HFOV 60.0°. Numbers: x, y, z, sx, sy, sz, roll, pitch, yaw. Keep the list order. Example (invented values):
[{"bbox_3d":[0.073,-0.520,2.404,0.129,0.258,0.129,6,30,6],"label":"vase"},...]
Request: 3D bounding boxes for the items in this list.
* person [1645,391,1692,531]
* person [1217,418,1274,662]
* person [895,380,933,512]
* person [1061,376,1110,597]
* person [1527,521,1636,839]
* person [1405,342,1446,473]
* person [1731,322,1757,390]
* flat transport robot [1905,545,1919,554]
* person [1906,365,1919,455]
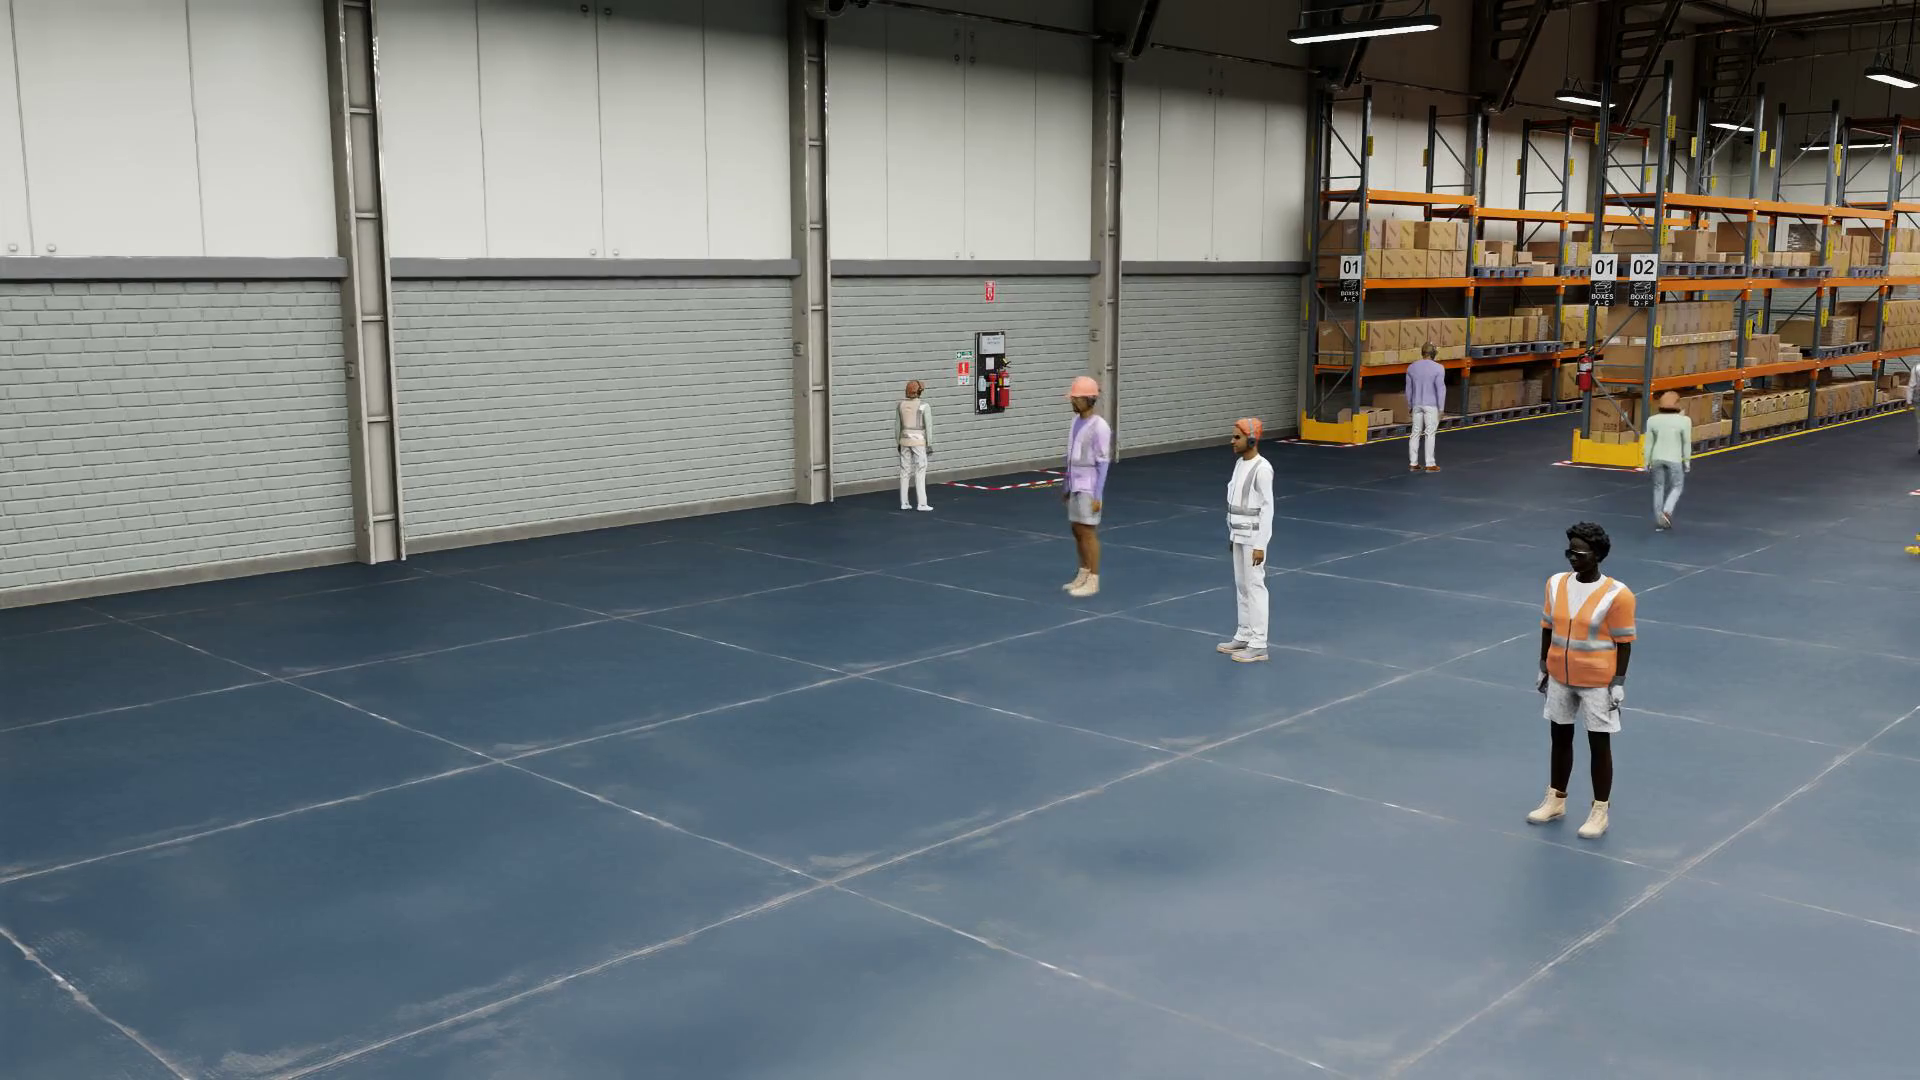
[{"bbox_3d":[8.125,-0.904,19.105,0.517,1.621,0.361,7,12,38],"label":"person"},{"bbox_3d":[2.230,-0.005,12.857,0.337,1.882,0.584,-2,9,-11],"label":"person"},{"bbox_3d":[-0.571,-1.171,20.712,0.520,1.639,0.312,6,11,31],"label":"person"},{"bbox_3d":[1.136,-0.497,15.379,0.383,2.044,0.610,-4,10,-23],"label":"person"},{"bbox_3d":[3.326,0.739,8.893,0.319,1.695,0.538,-7,12,-36],"label":"person"},{"bbox_3d":[6.903,-1.967,24.652,0.355,1.938,0.637,-9,13,-42],"label":"person"},{"bbox_3d":[15.773,-3.425,33.454,0.367,1.964,0.609,-6,11,-31],"label":"person"},{"bbox_3d":[10.718,0.054,17.404,1.431,0.197,0.652,-3,10,-18],"label":"flat transport robot"},{"bbox_3d":[15.456,-2.198,26.556,0.593,1.785,0.946,7,12,37],"label":"person"}]
